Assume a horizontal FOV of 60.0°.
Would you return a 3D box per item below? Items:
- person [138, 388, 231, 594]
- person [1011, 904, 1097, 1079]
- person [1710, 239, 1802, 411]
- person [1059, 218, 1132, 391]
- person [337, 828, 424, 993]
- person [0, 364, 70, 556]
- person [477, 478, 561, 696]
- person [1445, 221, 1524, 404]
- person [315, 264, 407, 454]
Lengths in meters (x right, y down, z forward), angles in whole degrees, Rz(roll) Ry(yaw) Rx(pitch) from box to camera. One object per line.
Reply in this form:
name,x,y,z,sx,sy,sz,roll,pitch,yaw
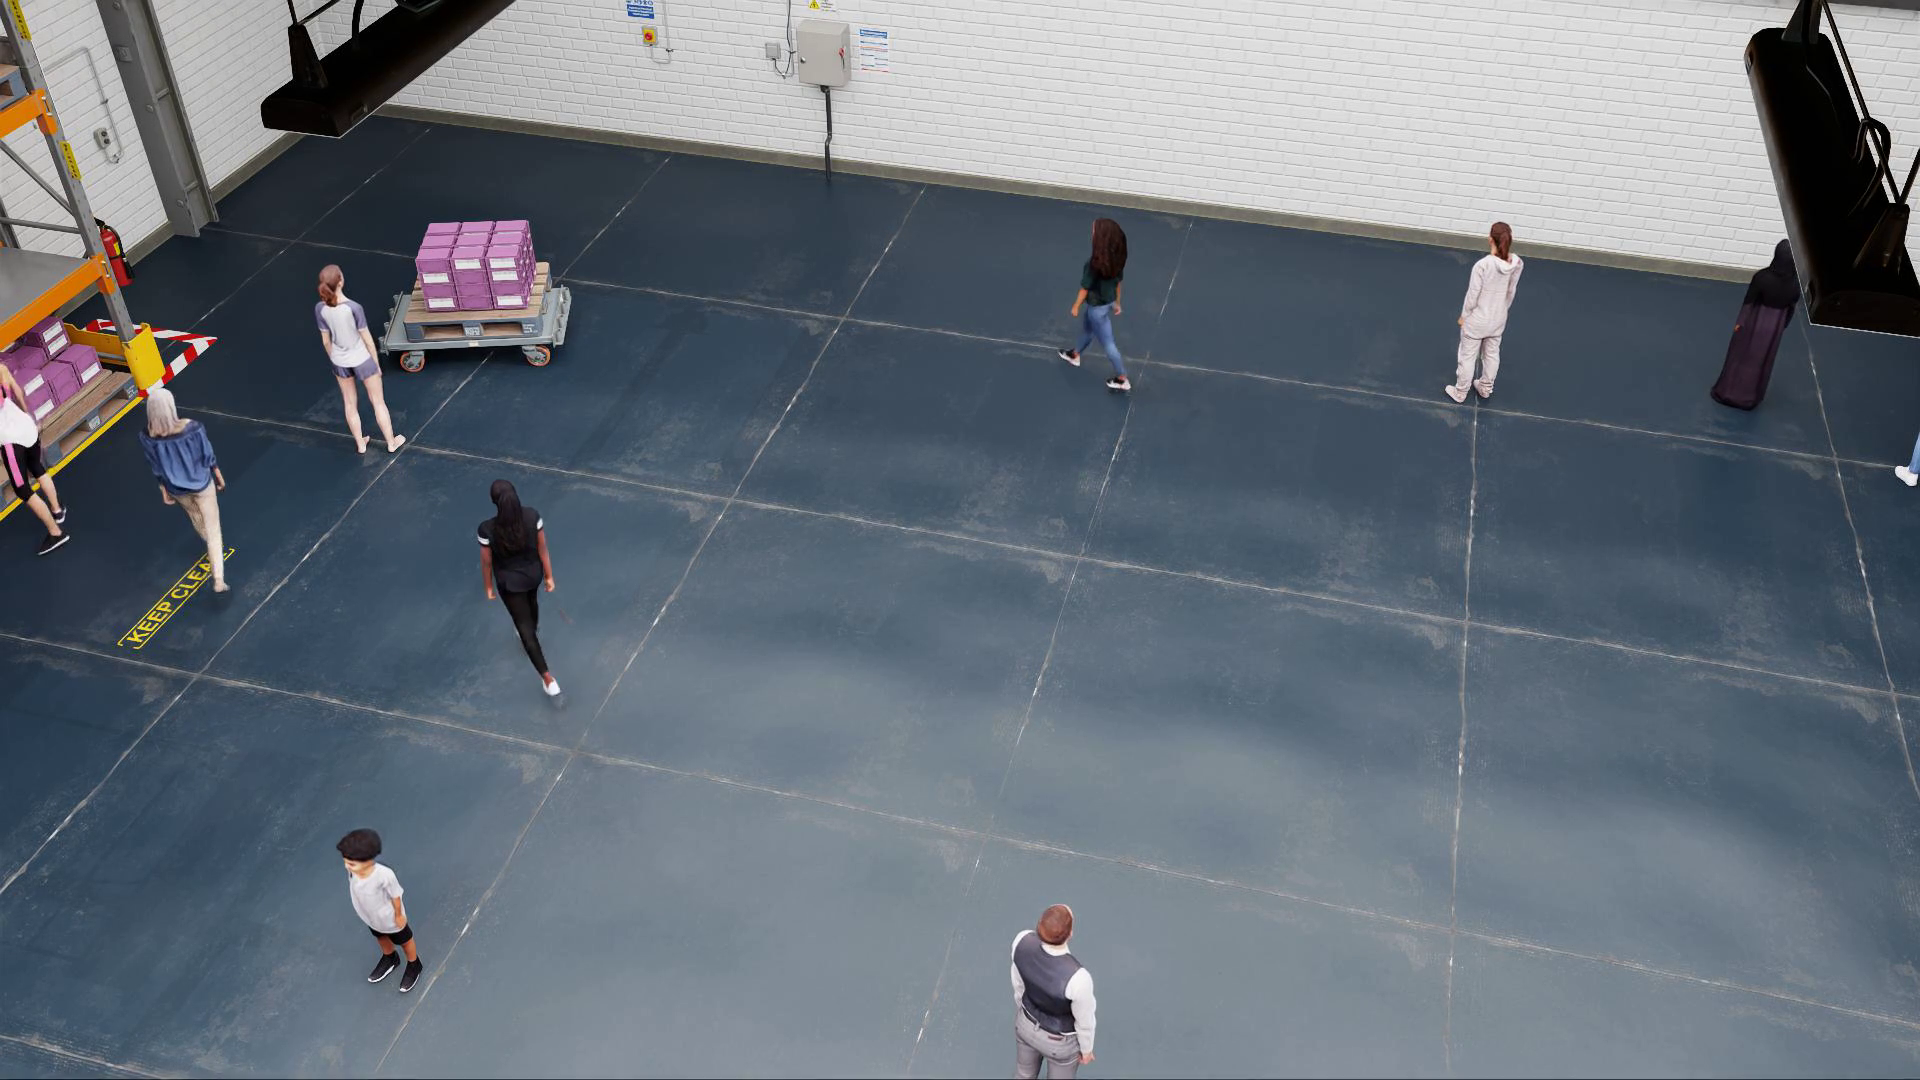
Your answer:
person,-5.782,-0.345,12.507,0.999,1.661,1.224,-9,39,-11
person,0.467,2.544,8.672,0.741,1.933,0.728,29,47,31
person,6.988,-1.888,14.477,0.627,1.615,0.624,4,39,6
person,1.299,-2.041,14.702,0.947,1.572,1.102,27,46,30
person,-3.388,2.134,9.727,0.501,1.257,0.492,12,40,15
person,-7.343,-0.806,13.001,0.955,1.766,0.664,11,40,14
person,-3.049,0.338,11.627,1.135,1.692,1.169,-22,43,-25
person,4.598,-1.975,14.525,0.730,1.691,0.741,-10,40,-12
person,-5.060,-1.495,13.862,0.636,1.767,0.624,1,39,1
